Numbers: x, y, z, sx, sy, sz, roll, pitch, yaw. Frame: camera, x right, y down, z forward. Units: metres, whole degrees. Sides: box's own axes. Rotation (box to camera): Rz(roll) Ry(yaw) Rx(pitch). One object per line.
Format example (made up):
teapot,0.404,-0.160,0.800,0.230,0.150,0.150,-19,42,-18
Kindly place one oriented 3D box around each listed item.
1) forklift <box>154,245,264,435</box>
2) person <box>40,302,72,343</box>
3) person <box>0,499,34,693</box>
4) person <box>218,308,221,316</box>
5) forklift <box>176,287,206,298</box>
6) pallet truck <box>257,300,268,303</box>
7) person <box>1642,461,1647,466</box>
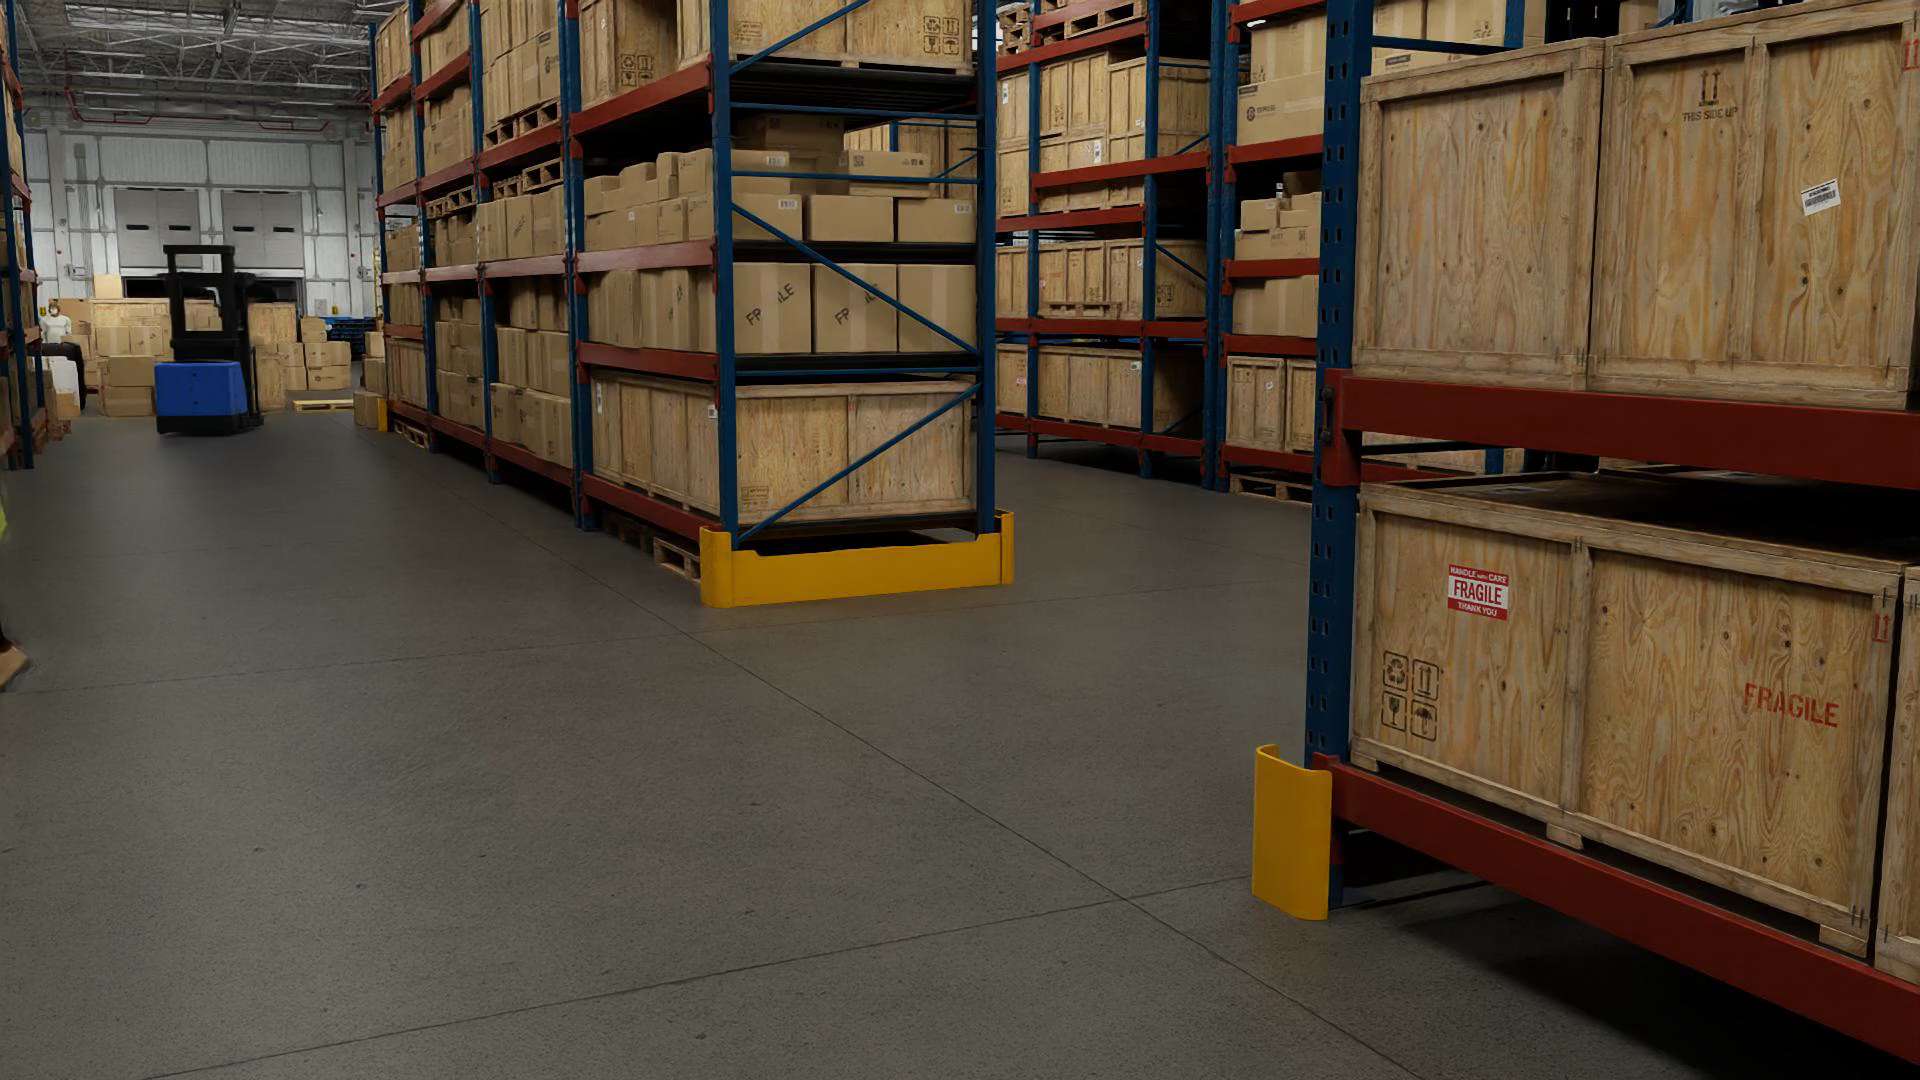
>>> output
forklift,-11.336,-3.027,24.960,1.129,2.768,1.873,-1,8,-10
person,-20.500,-4.416,37.768,0.629,1.940,0.376,-4,9,-24
person,-4.991,-0.023,8.345,0.356,1.688,0.535,-4,9,-23
person,-15.291,-3.895,34.508,0.635,1.842,0.429,7,11,41
forklift,-23.801,-6.887,51.578,1.873,2.768,1.129,6,10,37
pallet truck,-23.913,-7.404,58.171,1.885,1.965,0.823,-1,8,-9
person,8.053,-1.807,19.905,0.643,1.905,0.399,0,8,-2
